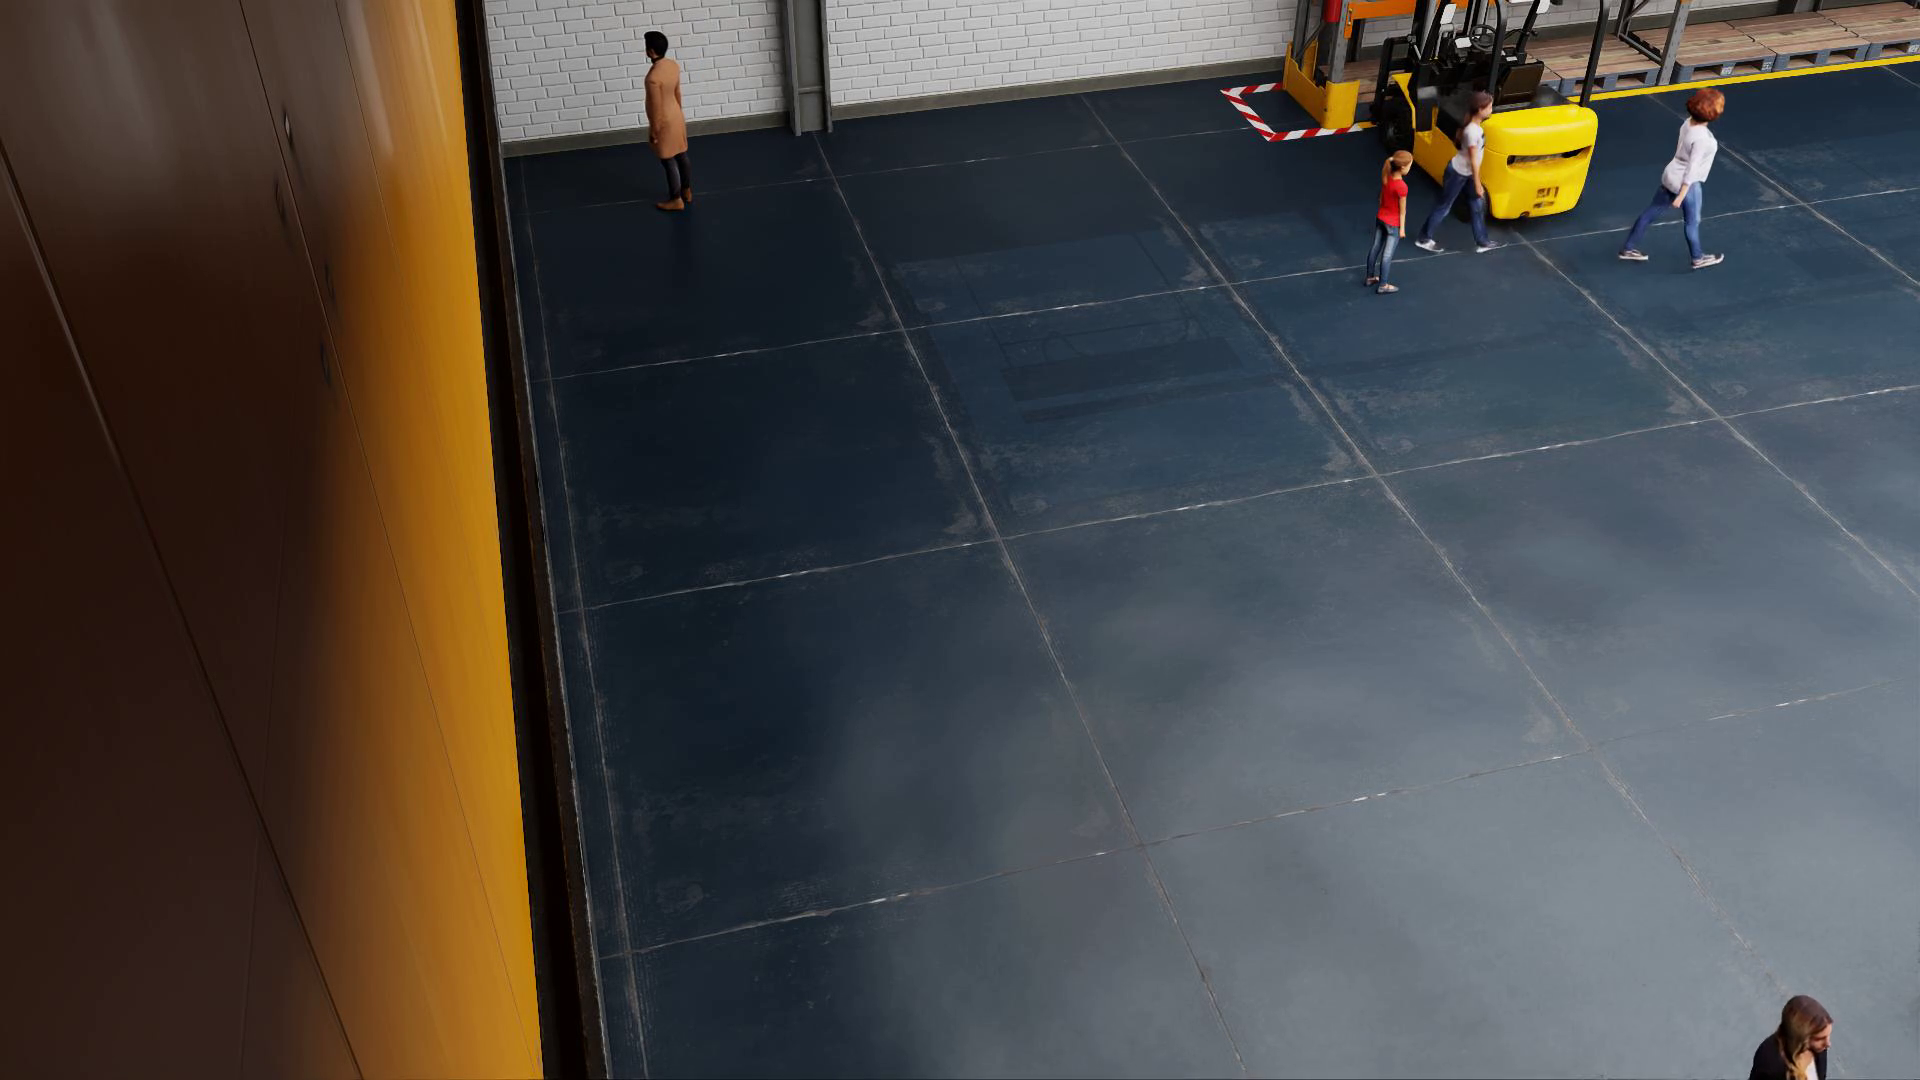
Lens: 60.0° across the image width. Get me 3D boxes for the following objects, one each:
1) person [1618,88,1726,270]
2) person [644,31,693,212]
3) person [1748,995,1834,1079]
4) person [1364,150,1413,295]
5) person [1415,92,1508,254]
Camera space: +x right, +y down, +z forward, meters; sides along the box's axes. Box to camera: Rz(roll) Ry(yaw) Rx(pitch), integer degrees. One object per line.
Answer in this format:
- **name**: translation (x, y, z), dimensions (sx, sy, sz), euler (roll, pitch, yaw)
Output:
- **person**: translation (6.280, -3.179, 14.709), dimensions (1.163, 1.674, 0.848), euler (0, 39, 0)
- **person**: translation (-2.742, -3.937, 15.616), dimensions (0.809, 1.726, 0.765), euler (15, 41, 18)
- **person**: translation (3.547, 2.555, 7.540), dimensions (0.609, 1.660, 0.741), euler (-24, 44, -27)
- **person**: translation (3.737, -2.779, 14.501), dimensions (0.544, 1.308, 0.527), euler (-17, 42, -20)
- **person**: translation (4.432, -3.281, 14.958), dimensions (1.074, 1.523, 0.951), euler (16, 41, 19)
